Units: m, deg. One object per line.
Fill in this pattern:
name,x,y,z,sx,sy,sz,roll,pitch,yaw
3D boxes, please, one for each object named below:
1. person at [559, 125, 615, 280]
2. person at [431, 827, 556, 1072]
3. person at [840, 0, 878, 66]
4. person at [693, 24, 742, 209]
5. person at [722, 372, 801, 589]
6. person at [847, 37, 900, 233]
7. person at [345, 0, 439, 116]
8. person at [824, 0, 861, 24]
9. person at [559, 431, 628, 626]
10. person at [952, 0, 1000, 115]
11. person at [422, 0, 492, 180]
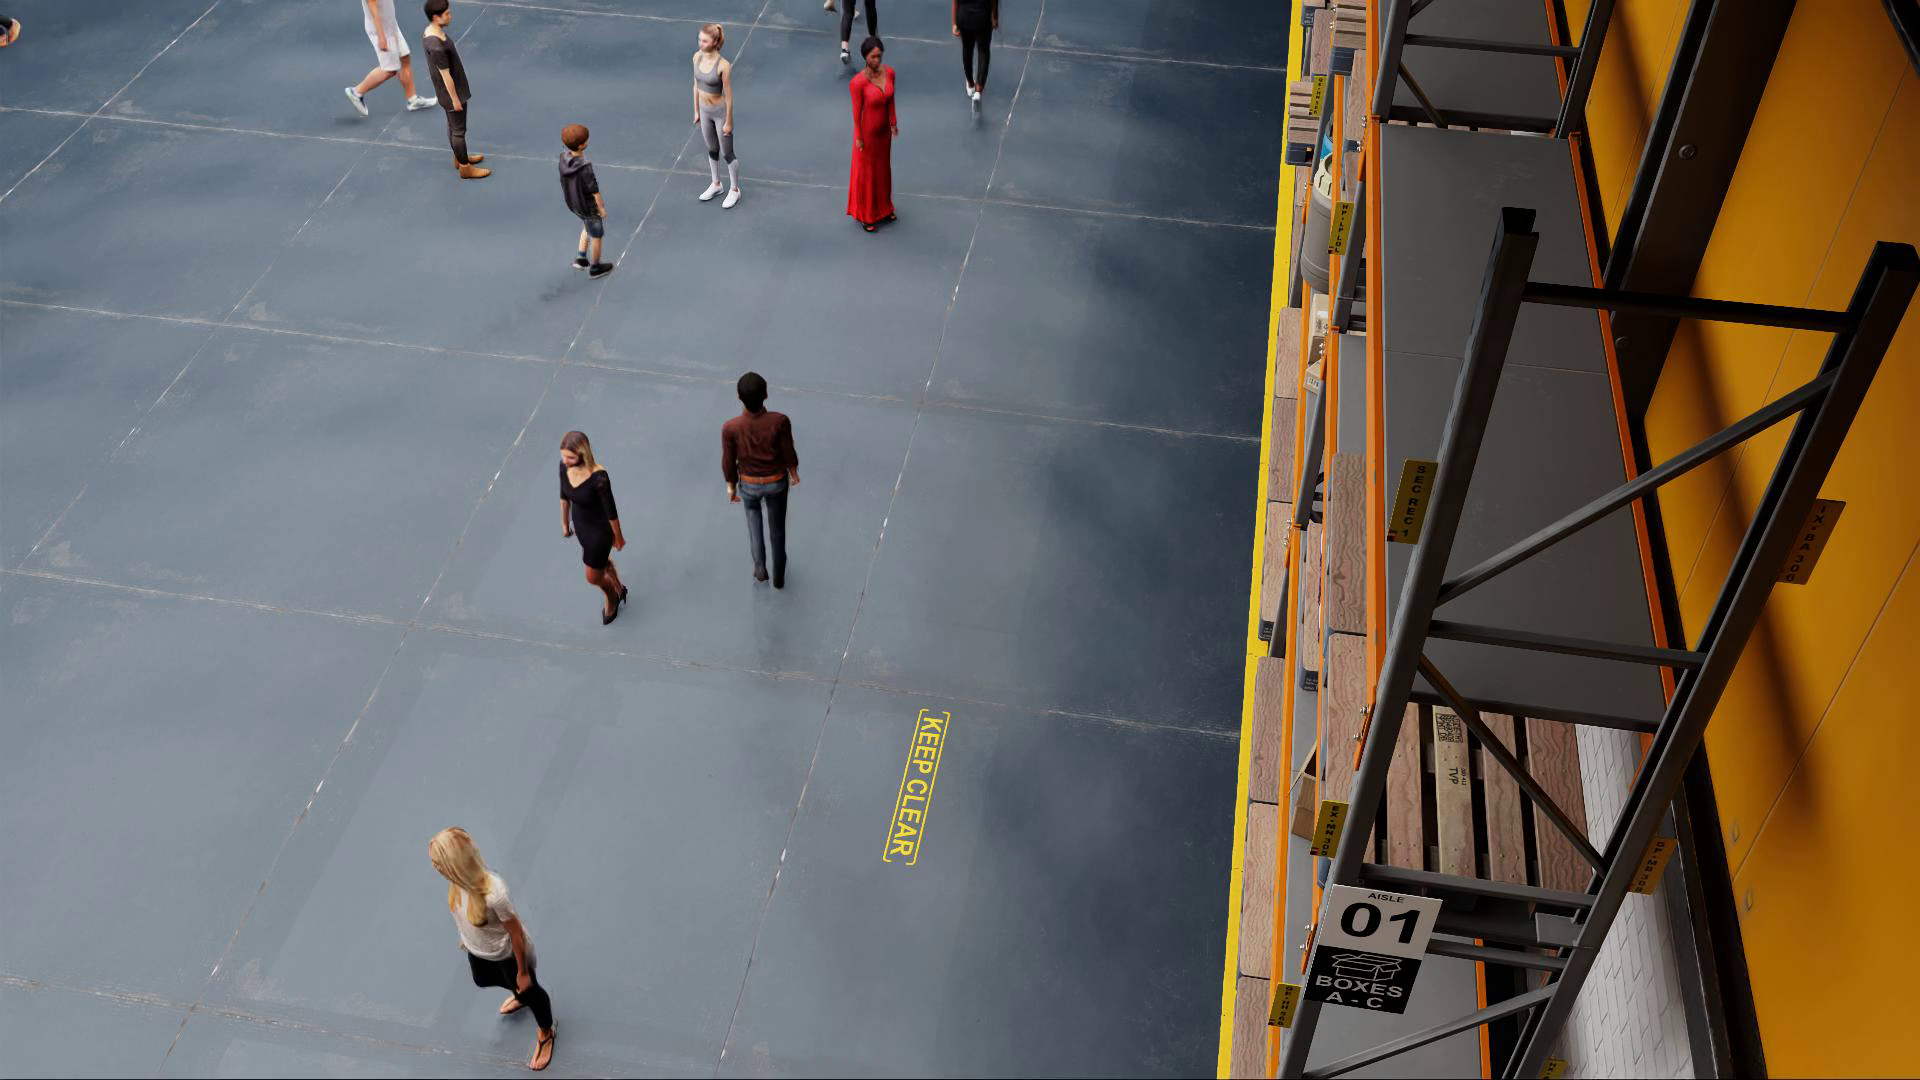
person,-3.202,-2.811,13.975,0.653,1.436,0.700,31,52,28
person,-2.364,2.064,8.583,0.753,1.814,0.728,18,46,18
person,-1.067,-5.612,16.742,0.590,1.685,1.031,6,44,6
person,-2.169,-3.787,14.804,0.637,1.706,0.655,23,48,22
person,-1.307,-0.320,11.121,0.728,1.767,0.718,-3,44,-3
person,-0.750,-3.543,14.498,0.734,1.784,0.806,-32,52,-29
person,-5.606,-4.895,15.872,1.016,1.836,1.107,-10,45,-11
person,-1.304,-6.191,17.346,0.765,1.690,0.815,32,52,29
person,-2.347,-0.117,10.984,0.700,1.660,0.735,29,51,27
person,0.150,-4.963,16.036,0.651,1.709,1.052,4,44,4
person,-4.656,-4.120,15.150,0.769,1.710,0.667,-16,46,-16
